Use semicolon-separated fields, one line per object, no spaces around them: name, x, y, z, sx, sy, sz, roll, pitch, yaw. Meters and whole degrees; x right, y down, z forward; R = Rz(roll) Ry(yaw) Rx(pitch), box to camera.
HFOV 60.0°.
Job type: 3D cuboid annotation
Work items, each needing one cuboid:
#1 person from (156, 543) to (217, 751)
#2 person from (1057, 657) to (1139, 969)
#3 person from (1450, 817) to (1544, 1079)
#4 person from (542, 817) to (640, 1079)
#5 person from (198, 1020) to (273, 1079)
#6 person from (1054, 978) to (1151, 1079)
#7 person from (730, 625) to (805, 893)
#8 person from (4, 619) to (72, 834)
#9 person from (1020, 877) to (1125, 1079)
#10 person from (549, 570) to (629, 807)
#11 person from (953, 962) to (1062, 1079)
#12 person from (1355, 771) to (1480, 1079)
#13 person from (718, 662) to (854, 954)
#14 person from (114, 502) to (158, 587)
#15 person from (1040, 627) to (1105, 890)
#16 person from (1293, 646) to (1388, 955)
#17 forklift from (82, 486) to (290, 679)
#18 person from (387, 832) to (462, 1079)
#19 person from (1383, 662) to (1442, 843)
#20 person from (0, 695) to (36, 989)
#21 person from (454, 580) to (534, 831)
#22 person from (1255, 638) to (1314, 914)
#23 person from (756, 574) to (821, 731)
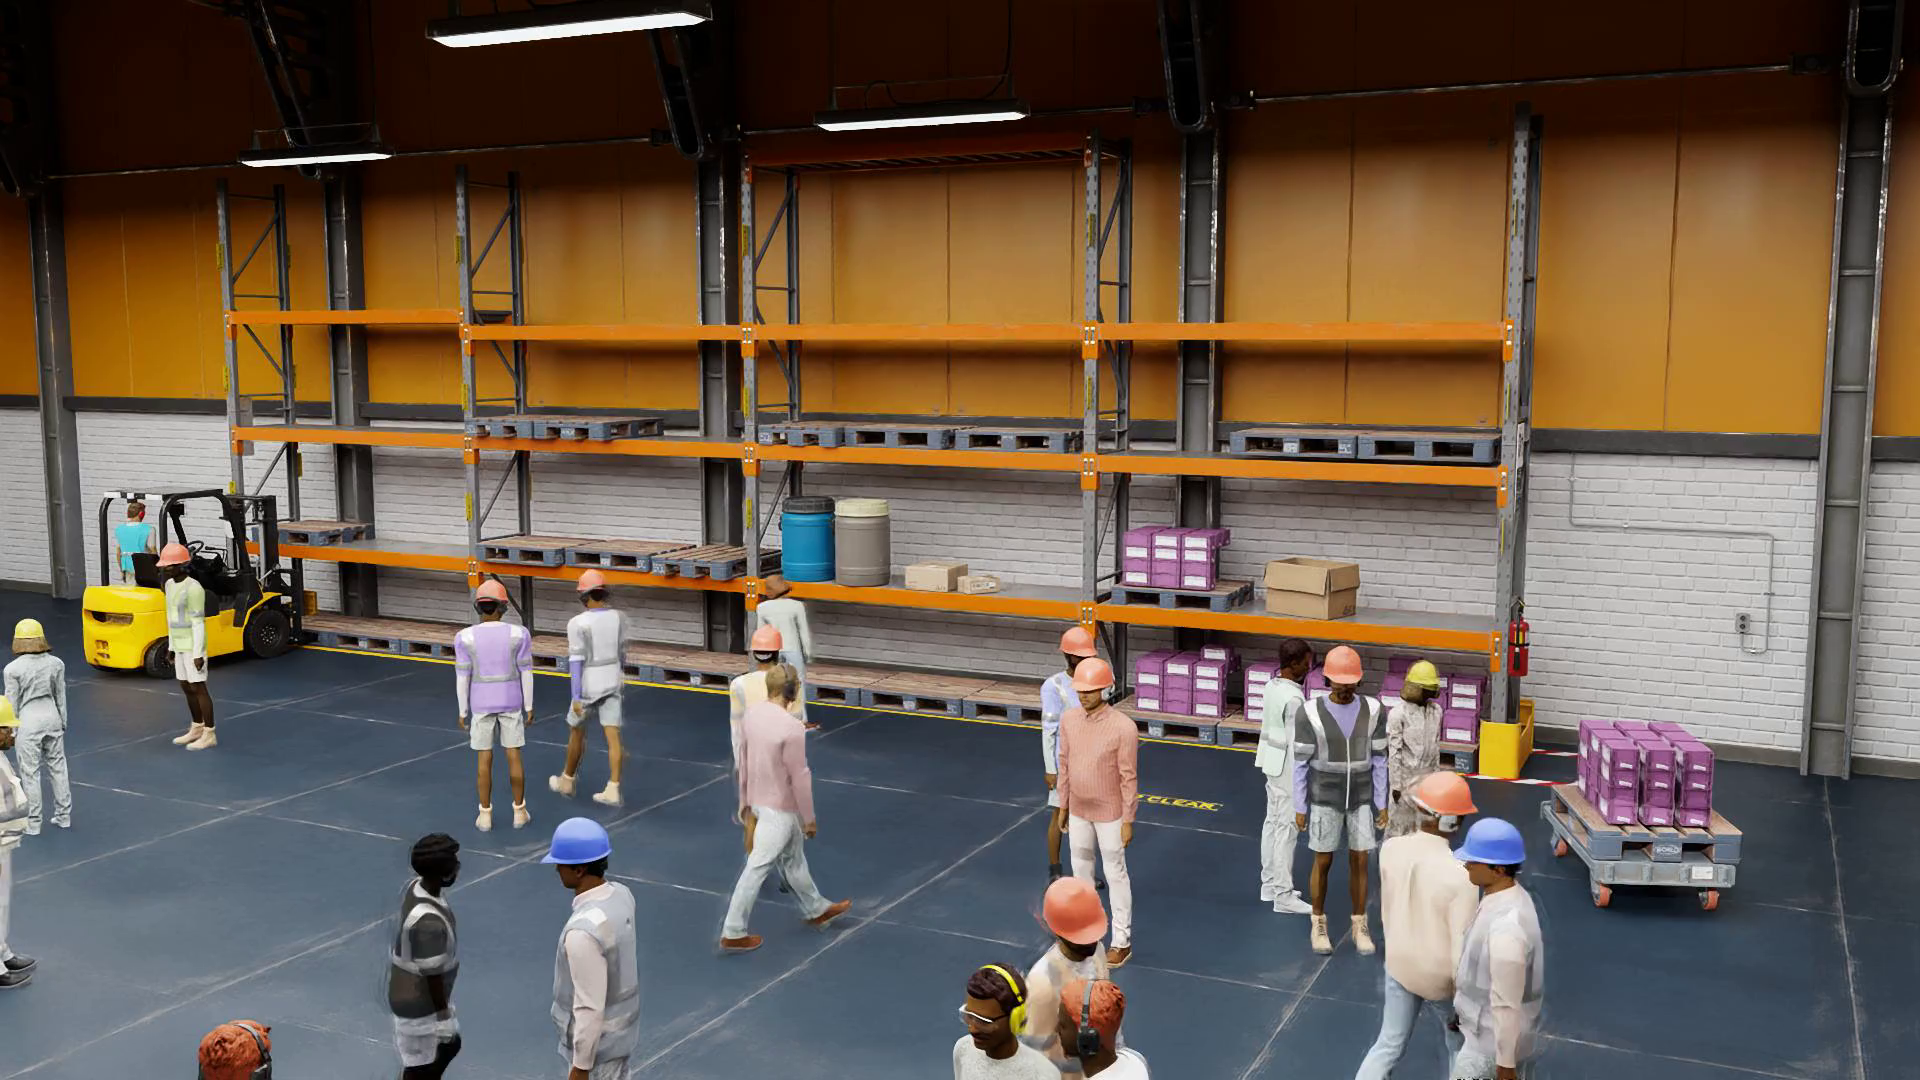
person;-7.515;1.033;16.113;0.621;2.030;0.452;6;9;42
person;0.858;1.720;10.592;0.611;1.985;0.415;6;9;41
person;2.437;2.154;7.304;0.870;1.918;0.610;3;7;21
person;-1.583;2.148;7.196;0.409;1.943;0.615;0;7;3
person;-2.239;2.425;5.207;0.582;1.879;0.360;2;7;16
person;0.481;2.381;5.581;0.355;1.876;0.574;3;7;22
person;-1.375;1.581;11.978;0.551;1.938;0.401;1;7;8
person;-7.467;1.497;13.449;0.344;1.733;0.480;4;8;30
person;0.517;2.244;6.679;0.890;1.867;0.544;2;7;18
person;-3.185;1.256;14.349;0.620;2.000;0.954;-7;10;-44
person;0.145;2.364;5.774;0.327;1.862;0.509;-7;10;-44
person;2.210;2.059;7.970;1.015;1.948;0.617;-5;8;-34
person;-1.160;1.730;10.898;1.044;1.882;0.650;-5;8;-33
person;-10.831;0.417;21.929;0.565;1.840;0.390;1;7;5
person;0.839;1.578;11.939;0.551;1.936;0.357;-5;9;-37
person;2.464;1.679;10.752;0.611;2.029;0.409;0;7;-4
forklift;-9.426;0.454;20.179;1.214;2.155;2.313;3;8;26
person;-2.572;2.197;7.932;0.441;1.658;0.545;-2;7;-17
person;3.217;1.708;11.704;0.485;1.734;0.321;-4;8;-30
person;-5.931;1.847;10.209;0.403;1.818;0.606;-4;8;-27
person;-3.771;1.340;13.507;0.605;2.035;0.392;-2;7;-16
person;2.272;1.630;11.603;0.392;1.917;0.592;-1;7;-8
person;-1.759;1.145;16.891;0.617;1.611;0.294;0;7;2
